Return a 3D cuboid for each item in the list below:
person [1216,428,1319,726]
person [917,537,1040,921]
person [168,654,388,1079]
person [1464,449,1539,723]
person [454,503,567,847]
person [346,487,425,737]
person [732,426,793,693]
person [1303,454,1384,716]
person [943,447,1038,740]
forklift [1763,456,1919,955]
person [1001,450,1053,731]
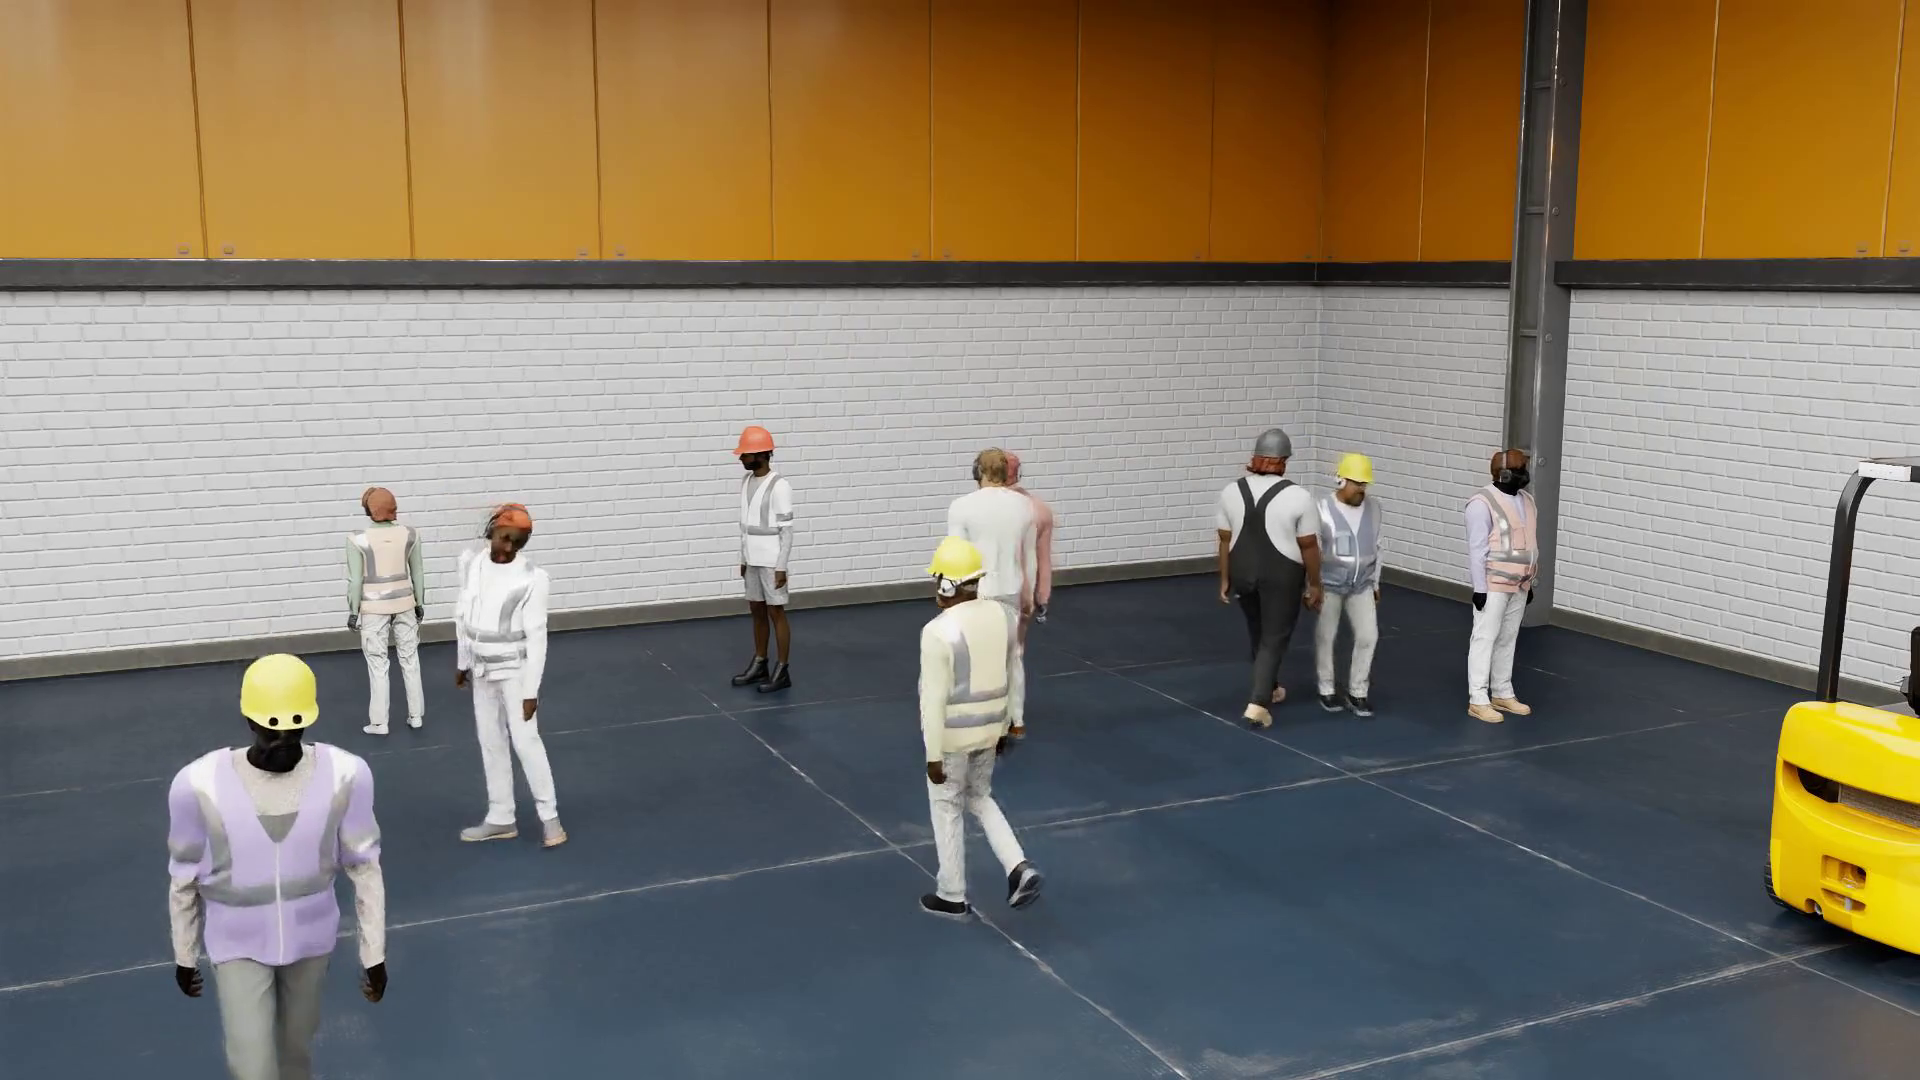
[{"bbox_3d":[2.094,0.206,11.293,0.691,2.000,0.880,7,11,37],"label":"person"},{"bbox_3d":[0.055,0.892,7.696,0.542,1.822,0.598,9,13,44],"label":"person"},{"bbox_3d":[-2.076,1.275,5.134,0.606,1.876,0.931,-6,11,-32],"label":"person"},{"bbox_3d":[3.695,0.302,11.308,0.625,1.846,0.429,-7,12,-37],"label":"person"},{"bbox_3d":[-2.382,0.711,8.778,0.674,1.853,0.376,6,11,32],"label":"person"},{"bbox_3d":[-3.758,0.469,10.909,0.524,1.636,0.308,-8,12,-41],"label":"person"},{"bbox_3d":[-1.433,0.137,12.046,0.376,1.934,0.547,-8,12,-41],"label":"person"},{"bbox_3d":[2.639,0.320,11.310,0.627,1.800,0.661,-2,9,-12],"label":"person"},{"bbox_3d":[0.196,0.361,10.731,0.652,1.915,0.393,-4,10,-26],"label":"person"},{"bbox_3d":[4.857,0.731,7.561,2.313,2.155,1.214,-4,10,-25],"label":"forklift"},{"bbox_3d":[0.284,0.359,10.919,0.649,1.894,0.818,-2,9,-13],"label":"person"}]
